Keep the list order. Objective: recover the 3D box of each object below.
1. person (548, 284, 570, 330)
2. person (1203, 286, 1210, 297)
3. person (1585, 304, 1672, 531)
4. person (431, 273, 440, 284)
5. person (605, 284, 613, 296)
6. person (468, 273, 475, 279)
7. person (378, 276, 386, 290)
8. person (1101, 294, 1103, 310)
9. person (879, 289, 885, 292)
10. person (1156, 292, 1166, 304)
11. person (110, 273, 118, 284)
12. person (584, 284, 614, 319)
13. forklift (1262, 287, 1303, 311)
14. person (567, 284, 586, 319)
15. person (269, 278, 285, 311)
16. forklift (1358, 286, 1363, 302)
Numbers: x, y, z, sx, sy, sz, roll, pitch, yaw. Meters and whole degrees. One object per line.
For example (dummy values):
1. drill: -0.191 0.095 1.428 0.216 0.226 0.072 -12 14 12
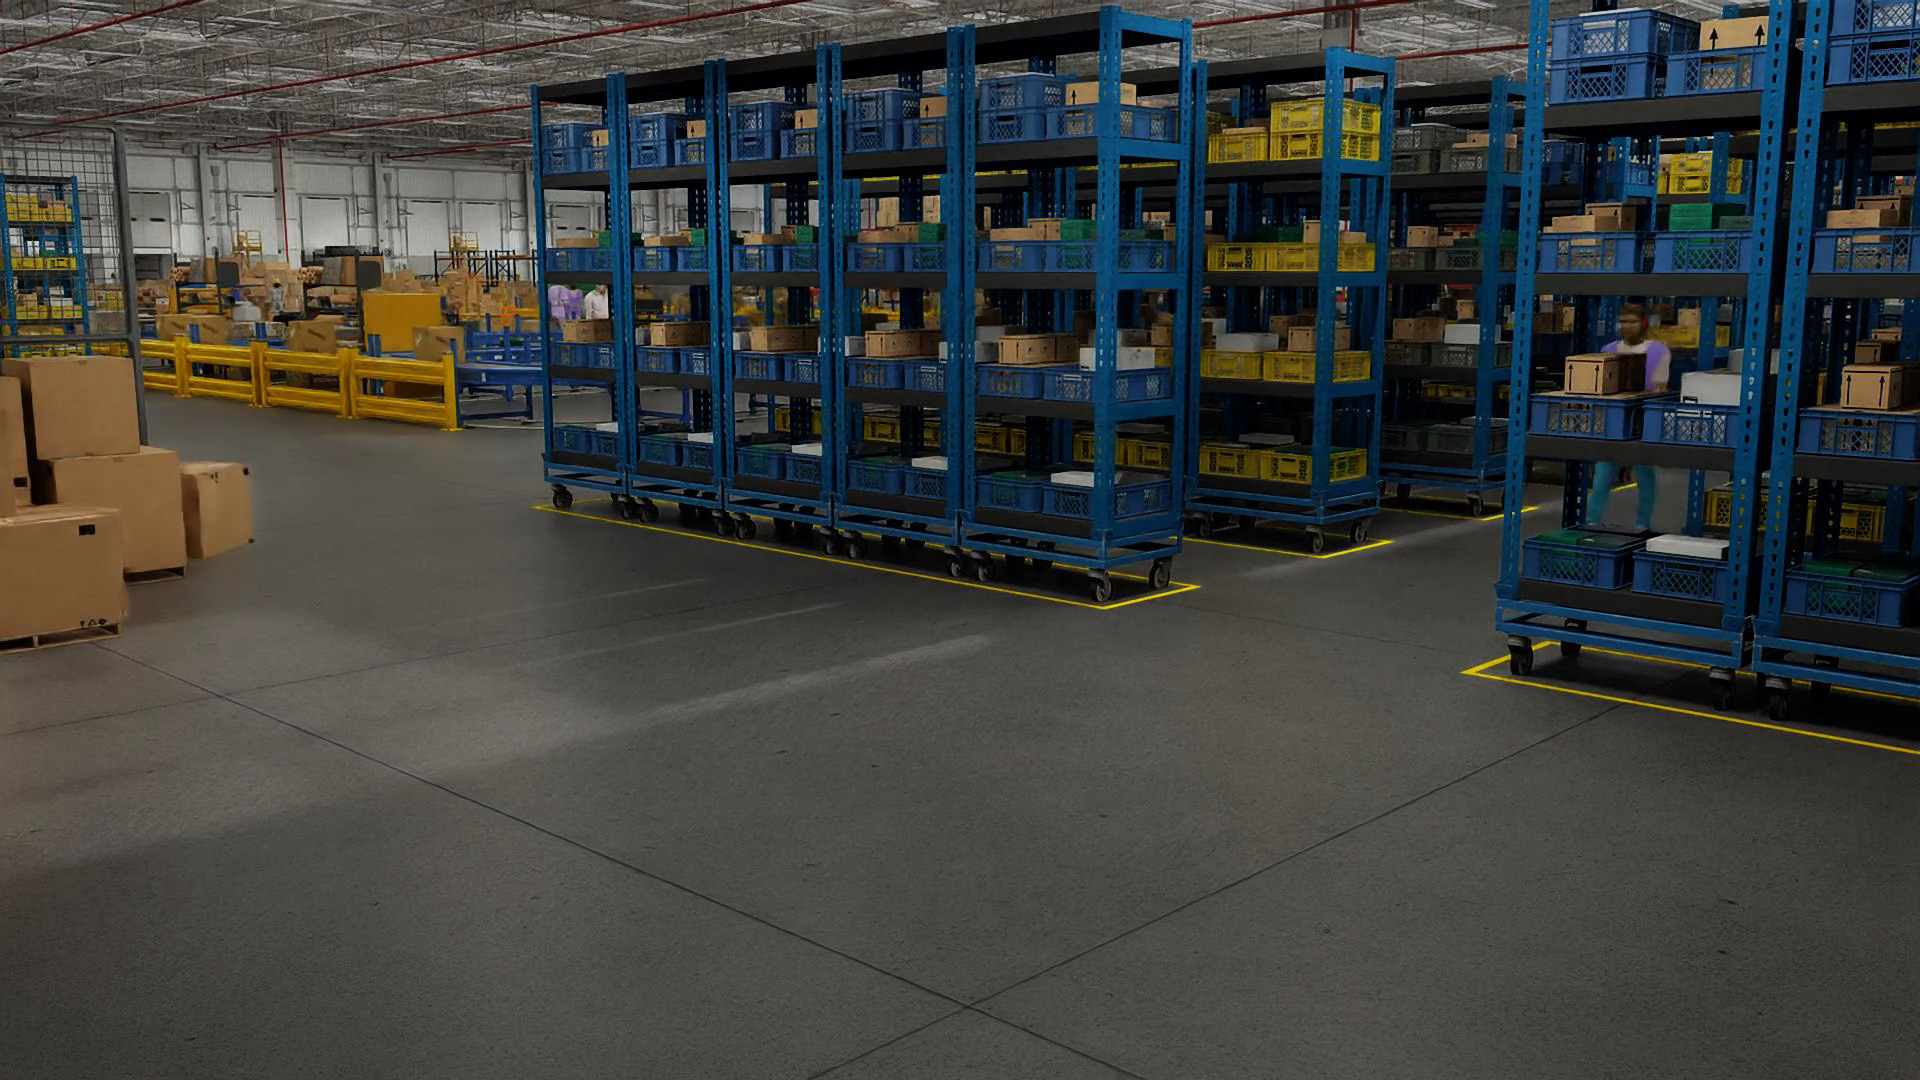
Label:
1. person: -9.043 -5.078 37.644 0.615 2.039 0.386 7 11 35
2. person: 8.185 -7.633 54.552 0.507 1.632 0.277 6 11 33
3. person: 4.975 -0.857 12.471 0.928 1.801 0.591 -7 12 -38
4. person: -28.101 -13.414 89.376 0.625 1.841 0.429 5 11 30
5. person: -11.490 -7.634 54.003 0.628 1.810 0.517 -9 13 -44
6. person: -17.201 -8.449 58.643 0.547 1.934 0.376 -7 12 -36
7. person: -21.187 -8.763 60.910 0.945 1.833 0.508 -9 13 -43
8. person: 2.200 -2.958 25.564 0.622 1.747 0.535 -8 12 -41
9. person: -3.479 -11.085 75.658 0.871 1.644 0.534 -5 10 -26
10. person: 7.861 -9.329 64.800 0.476 1.678 0.542 7 12 38
11. person: -43.135 -12.674 84.796 0.548 1.852 0.390 9 13 44
12. person: -7.064 -4.204 32.752 0.396 1.899 0.644 9 13 43
13. forklift: 10.769 -8.203 54.240 1.129 2.768 1.873 8 12 42
14. person: -9.375 -5.487 40.565 0.546 1.914 0.722 -6 11 -31
15. person: -24.267 -8.434 59.151 0.507 1.723 0.592 -4 10 -24
16. forklift: 11.100 -7.017 46.970 1.873 2.768 1.129 9 13 43
